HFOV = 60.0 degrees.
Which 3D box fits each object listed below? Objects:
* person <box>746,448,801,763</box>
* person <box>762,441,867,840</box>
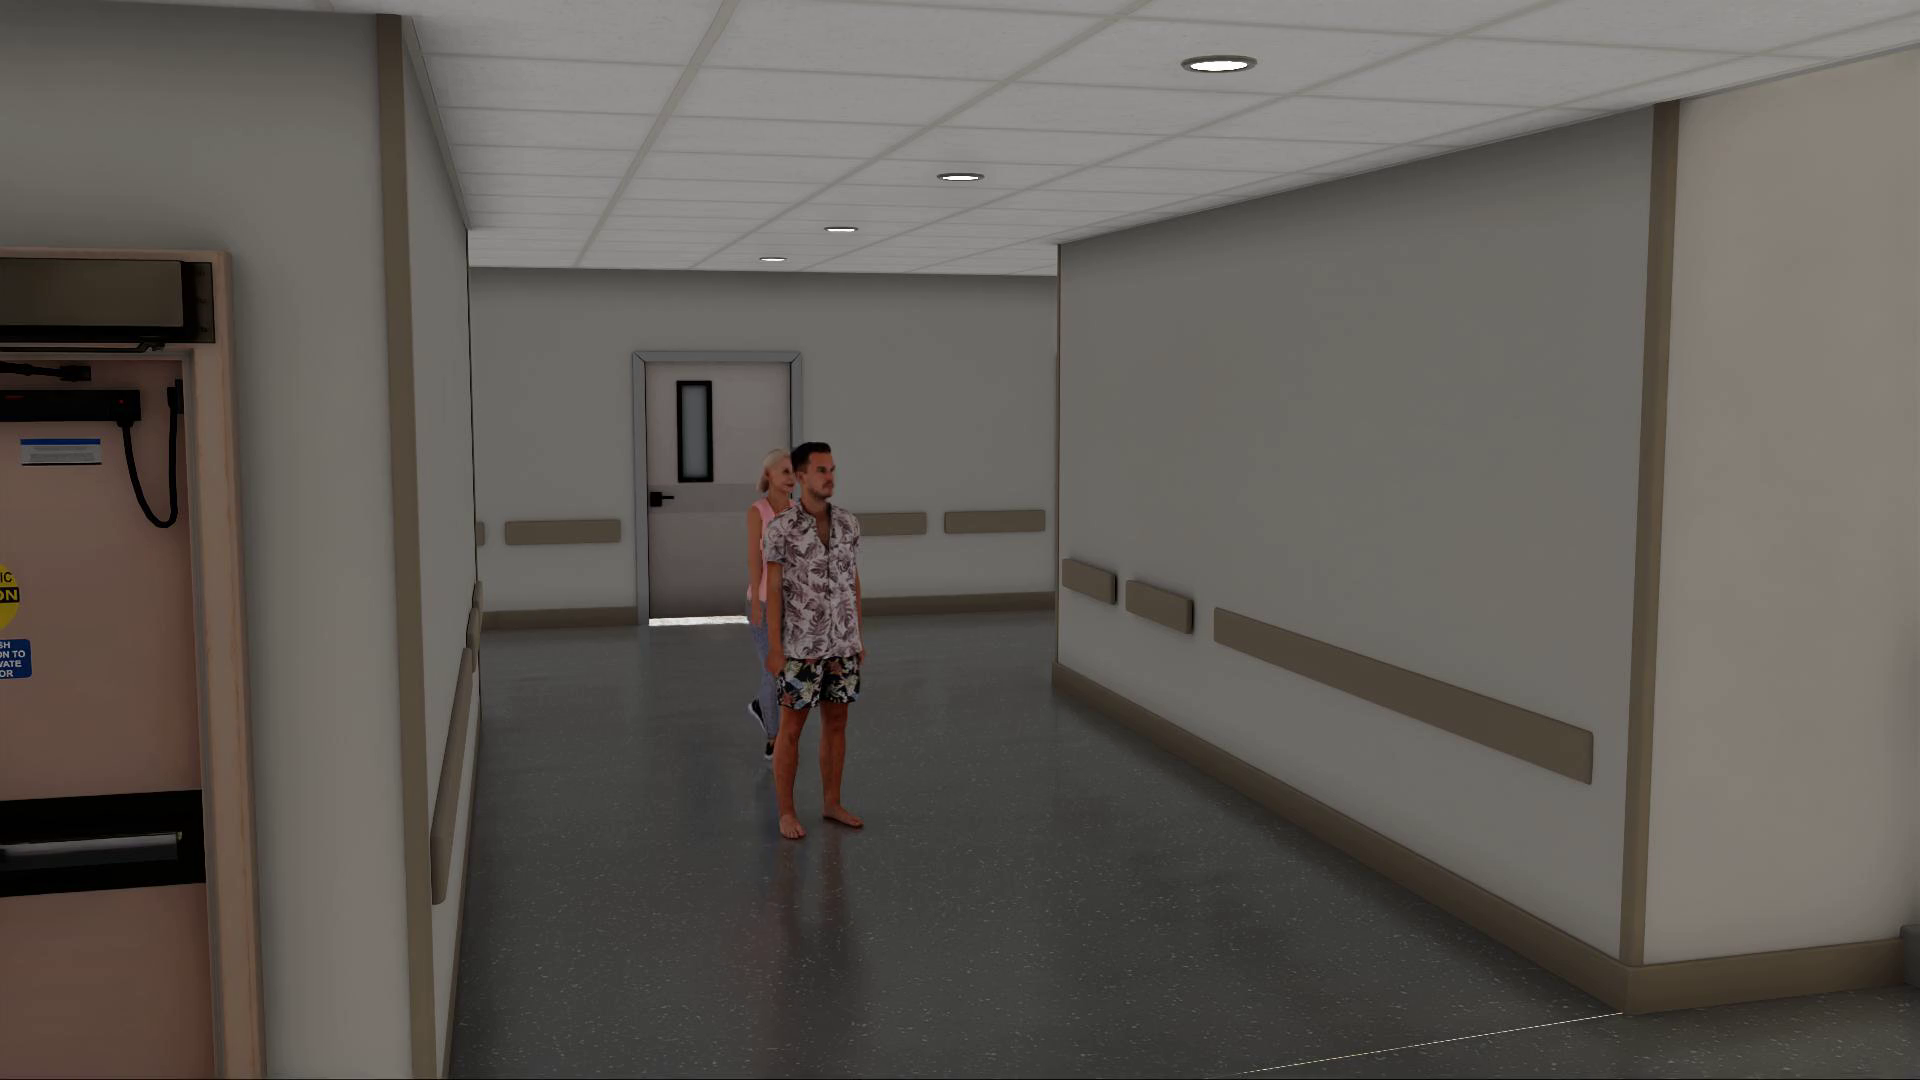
[{"bbox_3d":[-1.071,0.354,9.176,0.806,1.715,0.810,-6,8,-44],"label":"person"},{"bbox_3d":[-0.682,0.444,7.778,0.630,1.815,0.800,-4,7,-35],"label":"person"}]
